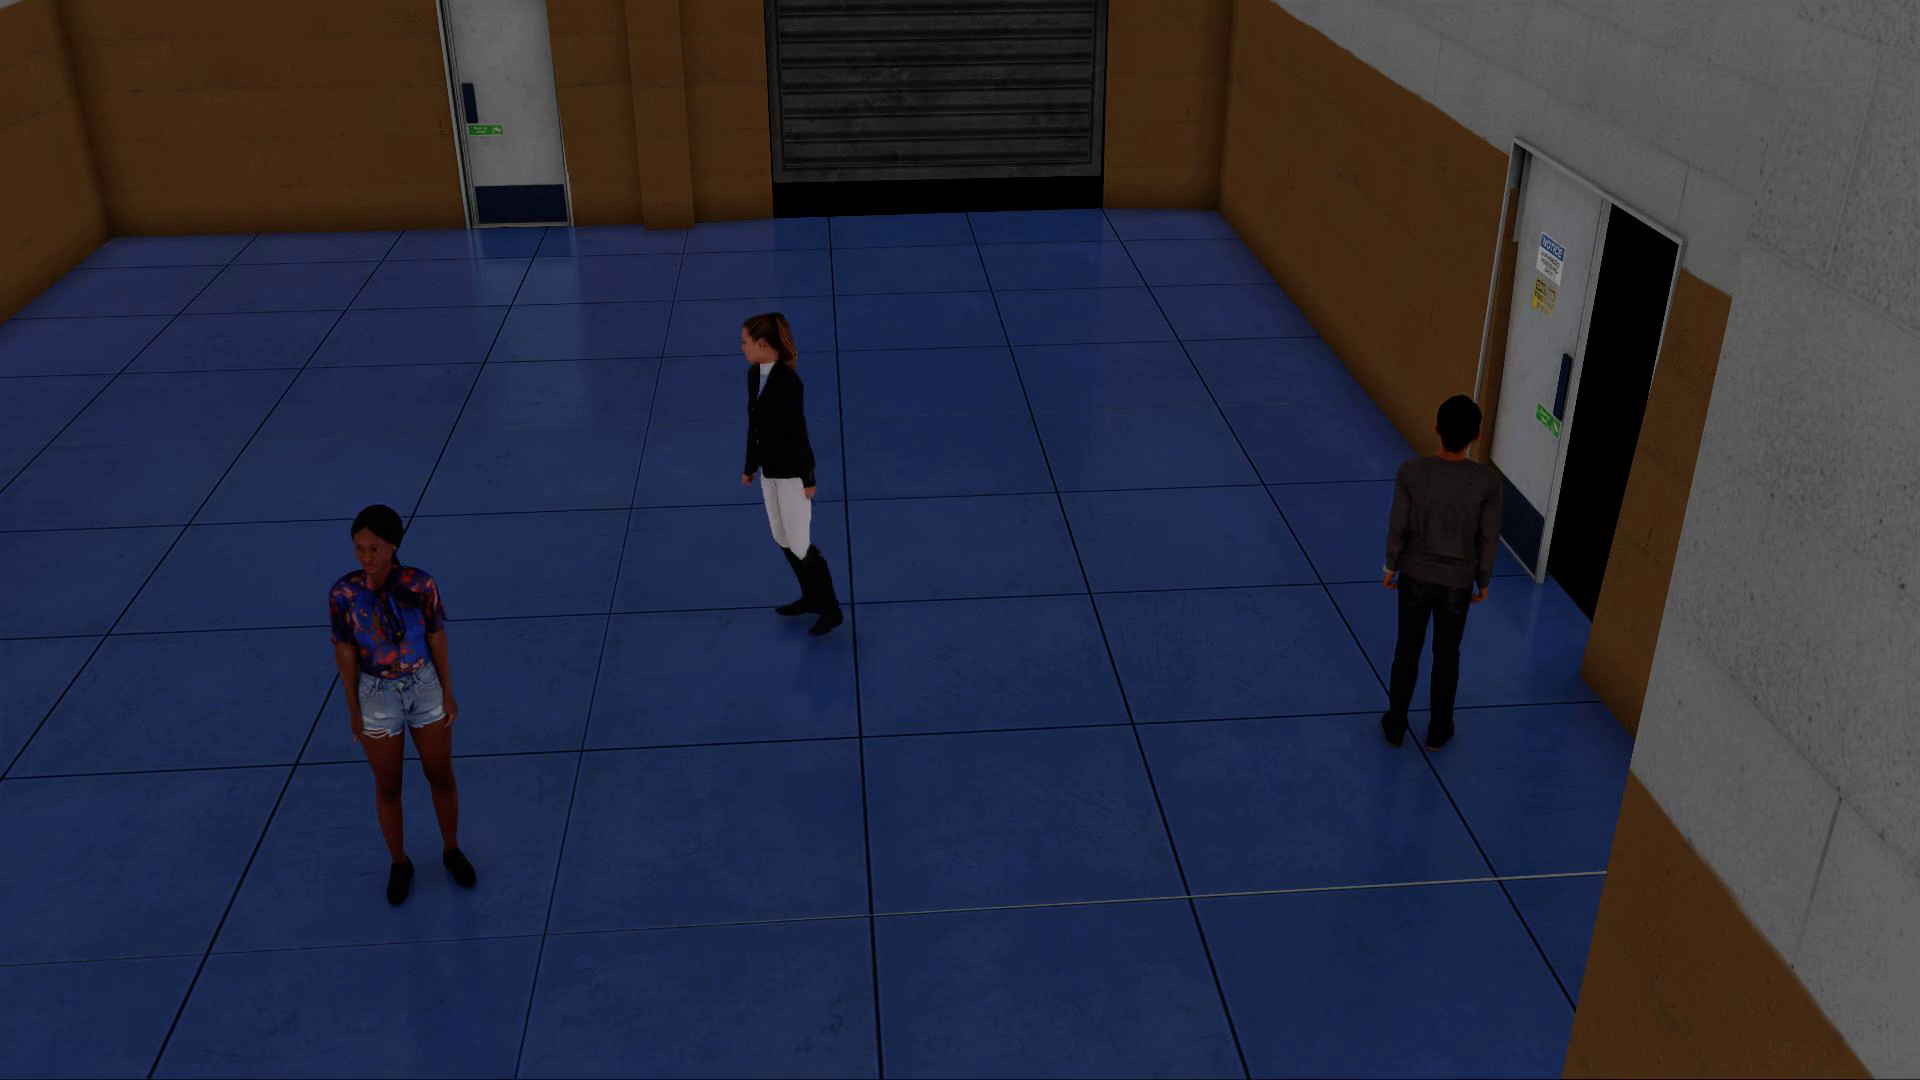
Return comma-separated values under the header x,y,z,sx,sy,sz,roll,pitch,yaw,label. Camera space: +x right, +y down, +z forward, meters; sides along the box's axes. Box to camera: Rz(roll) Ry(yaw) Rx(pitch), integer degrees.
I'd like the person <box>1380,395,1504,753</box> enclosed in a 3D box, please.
x,y,z,sx,sy,sz,roll,pitch,yaw,label
2.182,0.171,7.631,0.596,1.769,0.764,19,33,33,person

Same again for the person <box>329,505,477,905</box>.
x,y,z,sx,sy,sz,roll,pitch,yaw,label
-2.247,0.657,6.698,0.561,1.746,0.712,-11,29,-21,person

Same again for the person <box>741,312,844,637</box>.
x,y,z,sx,sy,sz,roll,pitch,yaw,label
-0.864,-0.329,8.667,0.794,1.708,0.778,20,33,34,person
